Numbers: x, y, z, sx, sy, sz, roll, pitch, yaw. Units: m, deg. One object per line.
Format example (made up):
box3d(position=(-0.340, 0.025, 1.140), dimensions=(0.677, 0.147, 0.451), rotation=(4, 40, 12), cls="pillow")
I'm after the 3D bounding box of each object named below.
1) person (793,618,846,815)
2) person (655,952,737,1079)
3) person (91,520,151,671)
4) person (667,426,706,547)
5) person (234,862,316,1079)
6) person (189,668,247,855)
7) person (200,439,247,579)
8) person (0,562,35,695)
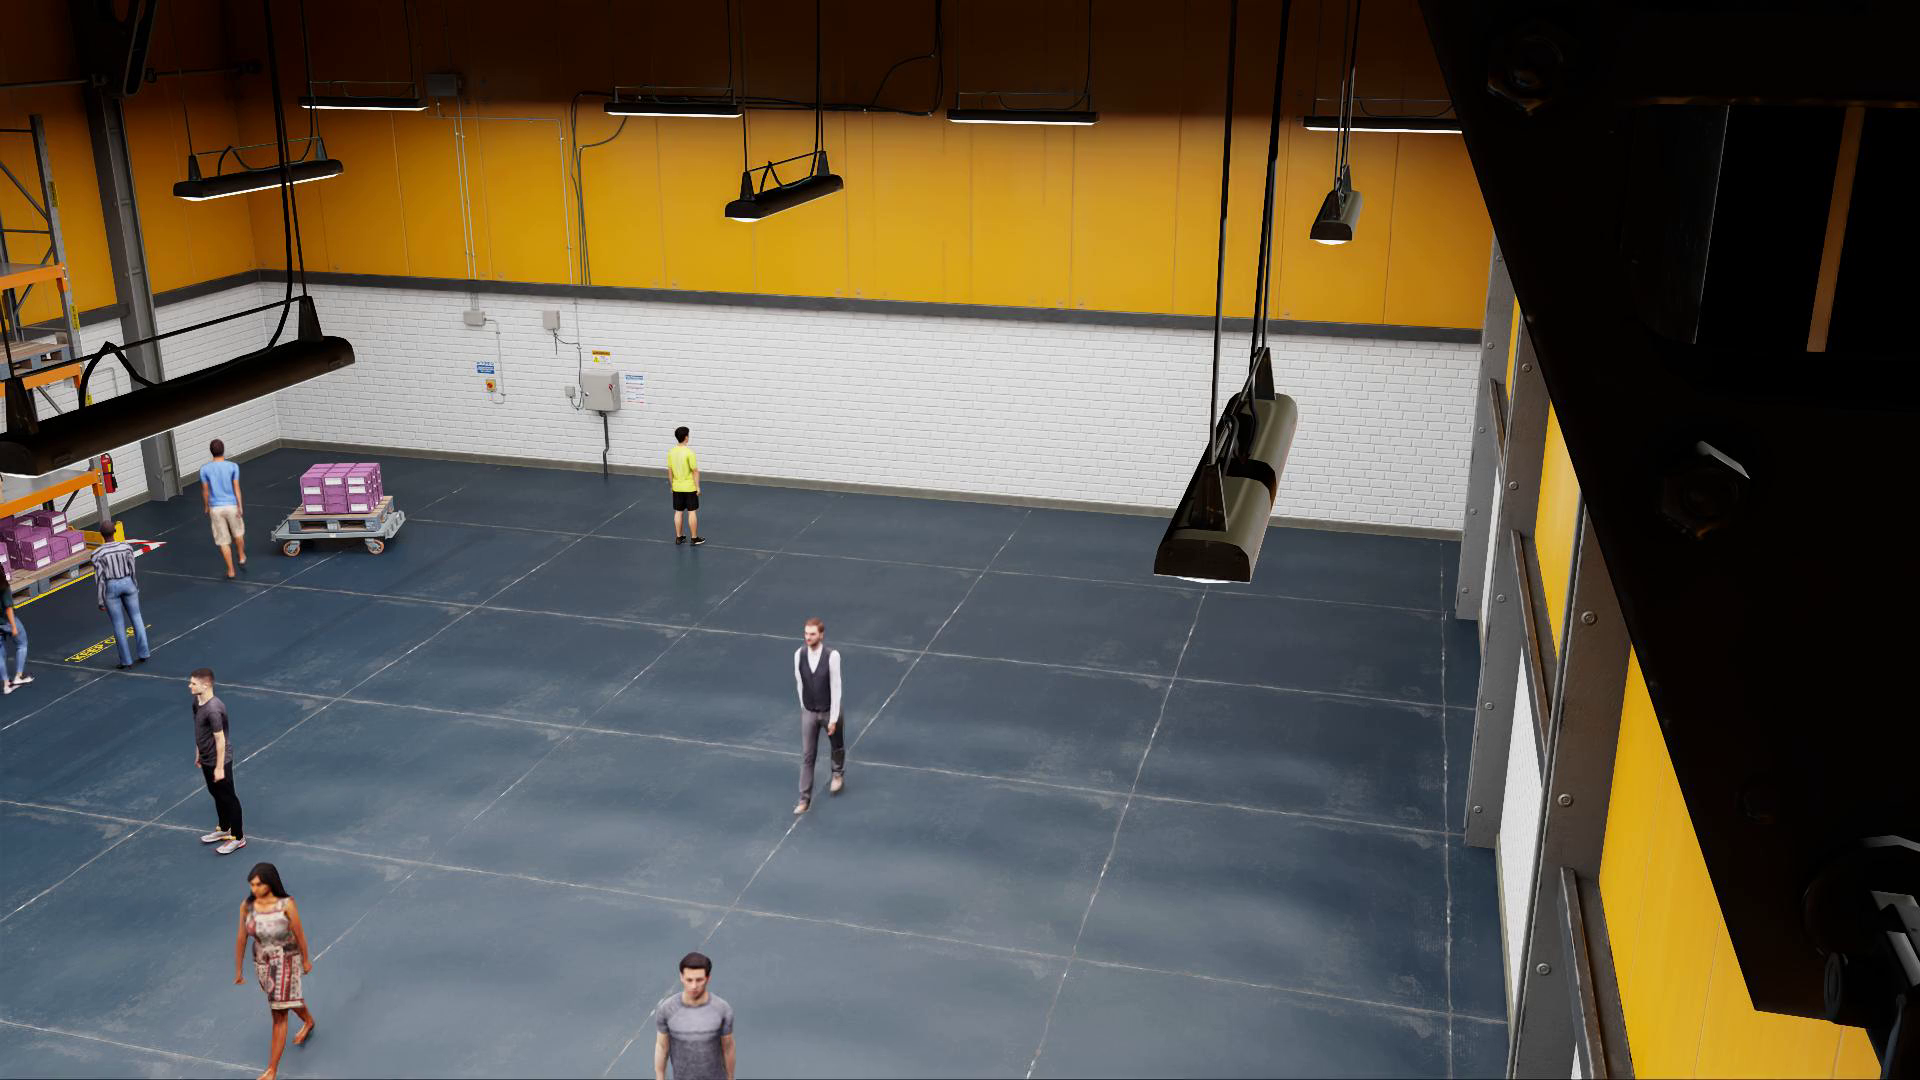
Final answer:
box3d(position=(-1.286, 1.638, 16.061), dimensions=(0.639, 1.875, 1.237), rotation=(5, 19, 14), cls="person")
box3d(position=(-1.674, 3.450, 10.703), dimensions=(0.806, 1.861, 0.932), rotation=(0, 19, -1), cls="person")
box3d(position=(-9.686, 0.628, 19.185), dimensions=(0.759, 1.795, 0.630), rotation=(16, 24, 40), cls="person")
box3d(position=(-3.884, -0.768, 23.467), dimensions=(0.643, 1.708, 0.561), rotation=(7, 20, 20), cls="person")
box3d(position=(-4.977, 3.075, 12.223), dimensions=(0.757, 1.600, 1.145), rotation=(2, 19, 6), cls="person")
box3d(position=(-6.799, 1.992, 15.182), dimensions=(0.721, 1.764, 0.714), rotation=(17, 25, 42), cls="person")
box3d(position=(-9.789, -0.388, 22.145), dimensions=(1.056, 1.832, 1.115), rotation=(-11, 21, -29), cls="person")
box3d(position=(-10.730, 0.954, 18.512), dimensions=(0.640, 1.607, 0.674), rotation=(2, 19, 6), cls="person")
